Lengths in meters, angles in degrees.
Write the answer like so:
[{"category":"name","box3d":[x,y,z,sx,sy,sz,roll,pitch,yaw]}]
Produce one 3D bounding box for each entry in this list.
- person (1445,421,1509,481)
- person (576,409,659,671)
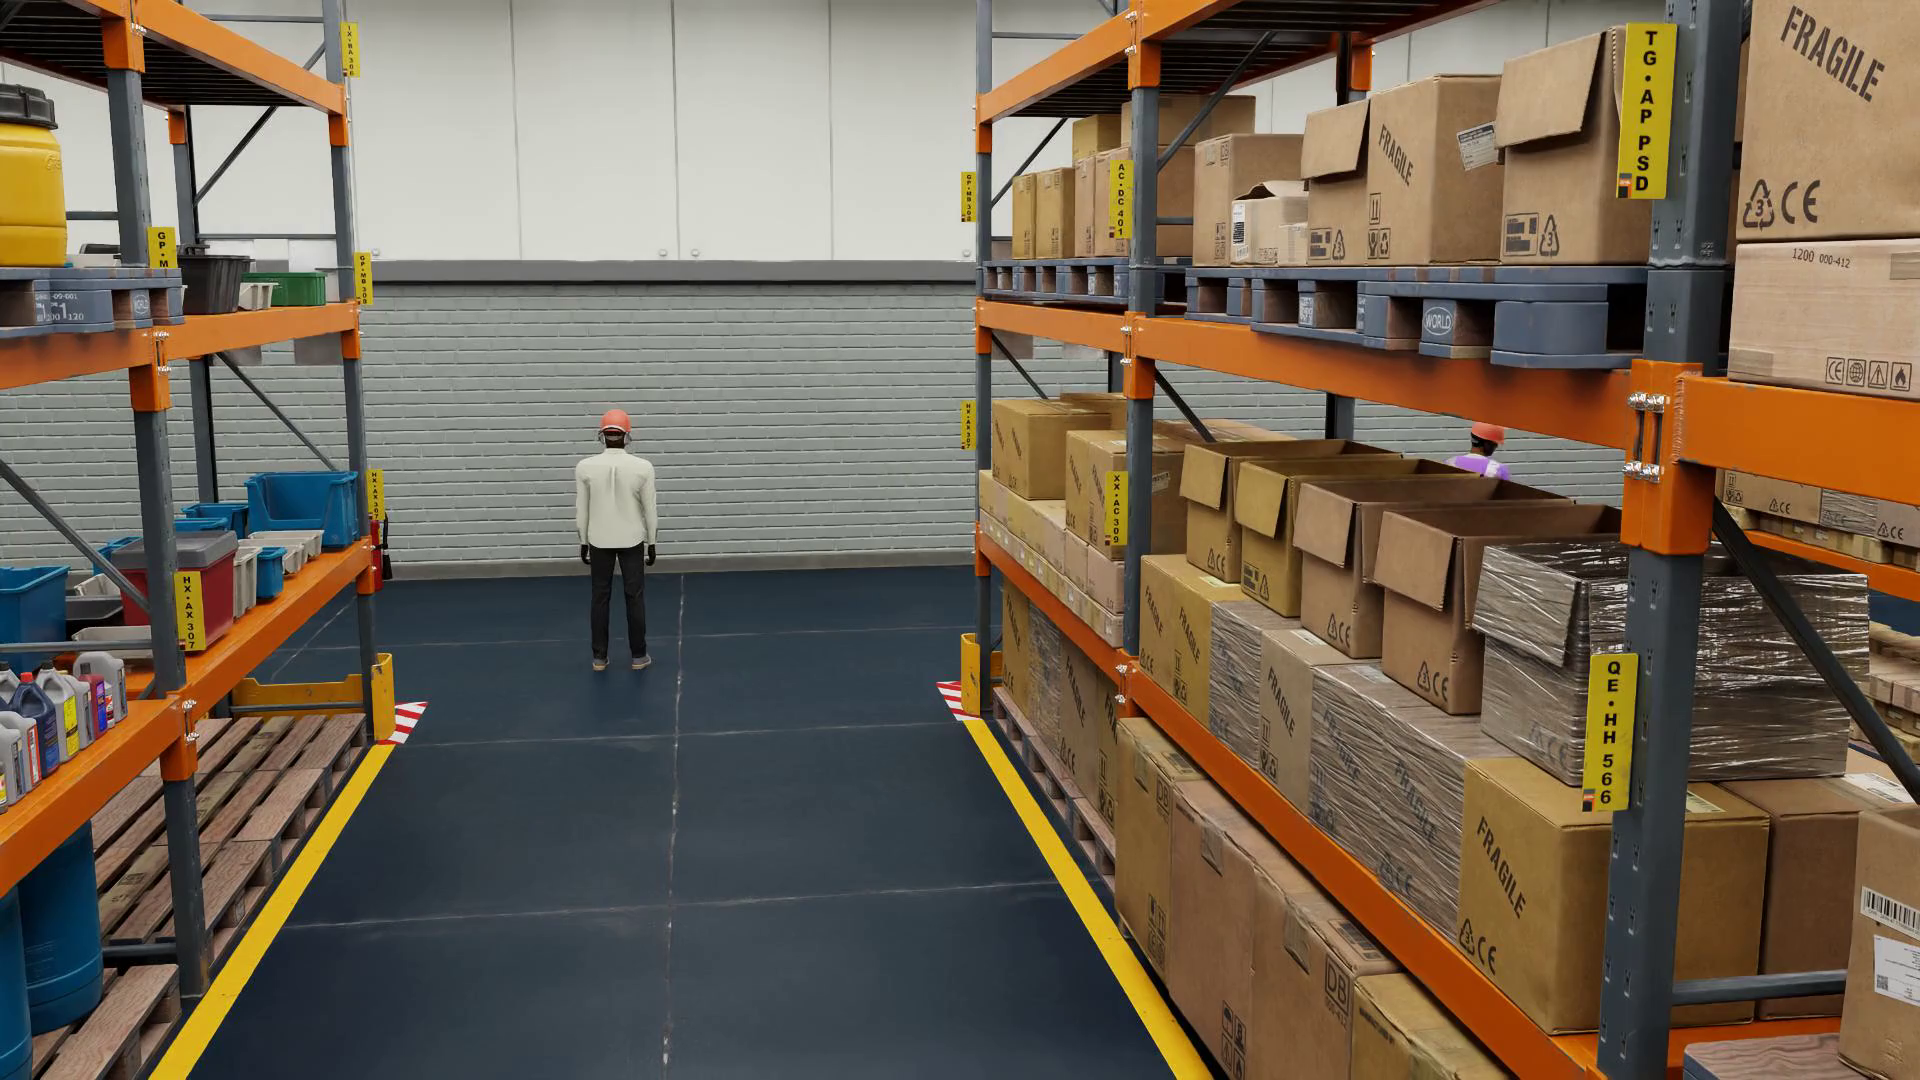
[{"category":"person","box3d":[4.038,-0.029,13.112,0.562,1.913,0.425,8,12,42]},{"category":"person","box3d":[-2.599,0.002,12.657,0.609,1.986,0.402,-1,9,-8]}]
